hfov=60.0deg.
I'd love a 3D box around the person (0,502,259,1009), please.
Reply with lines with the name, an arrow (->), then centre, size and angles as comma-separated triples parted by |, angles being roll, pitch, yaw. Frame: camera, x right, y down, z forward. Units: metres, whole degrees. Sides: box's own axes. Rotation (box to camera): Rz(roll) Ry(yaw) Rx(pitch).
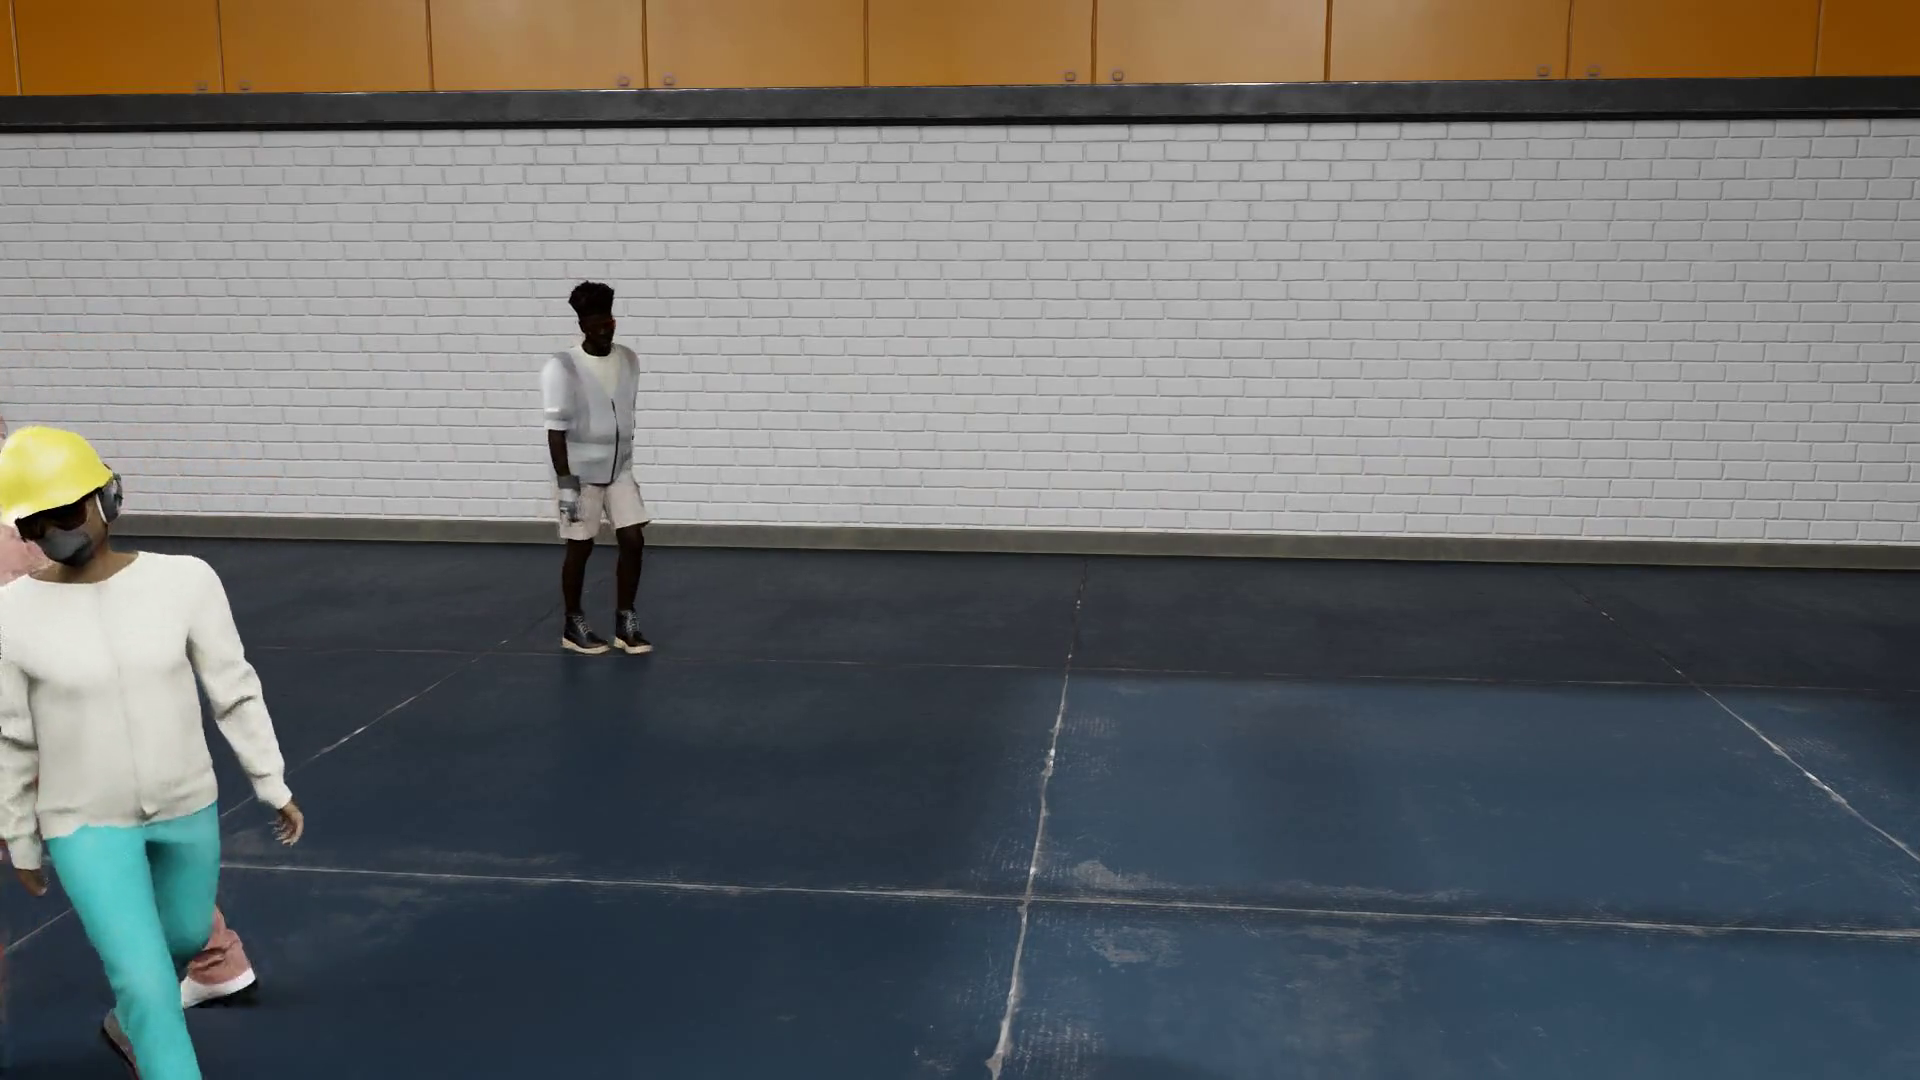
person -> -2.293, 0.444, 4.184 | 0.921, 1.845, 0.672 | -4, 11, -21

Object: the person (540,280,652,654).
person -> -1.845, -0.339, 8.379 | 0.699, 1.917, 0.623 | 9, 13, 42

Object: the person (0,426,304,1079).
person -> -1.847, 0.581, 3.683 | 0.583, 1.720, 0.850 | -10, 14, -44
